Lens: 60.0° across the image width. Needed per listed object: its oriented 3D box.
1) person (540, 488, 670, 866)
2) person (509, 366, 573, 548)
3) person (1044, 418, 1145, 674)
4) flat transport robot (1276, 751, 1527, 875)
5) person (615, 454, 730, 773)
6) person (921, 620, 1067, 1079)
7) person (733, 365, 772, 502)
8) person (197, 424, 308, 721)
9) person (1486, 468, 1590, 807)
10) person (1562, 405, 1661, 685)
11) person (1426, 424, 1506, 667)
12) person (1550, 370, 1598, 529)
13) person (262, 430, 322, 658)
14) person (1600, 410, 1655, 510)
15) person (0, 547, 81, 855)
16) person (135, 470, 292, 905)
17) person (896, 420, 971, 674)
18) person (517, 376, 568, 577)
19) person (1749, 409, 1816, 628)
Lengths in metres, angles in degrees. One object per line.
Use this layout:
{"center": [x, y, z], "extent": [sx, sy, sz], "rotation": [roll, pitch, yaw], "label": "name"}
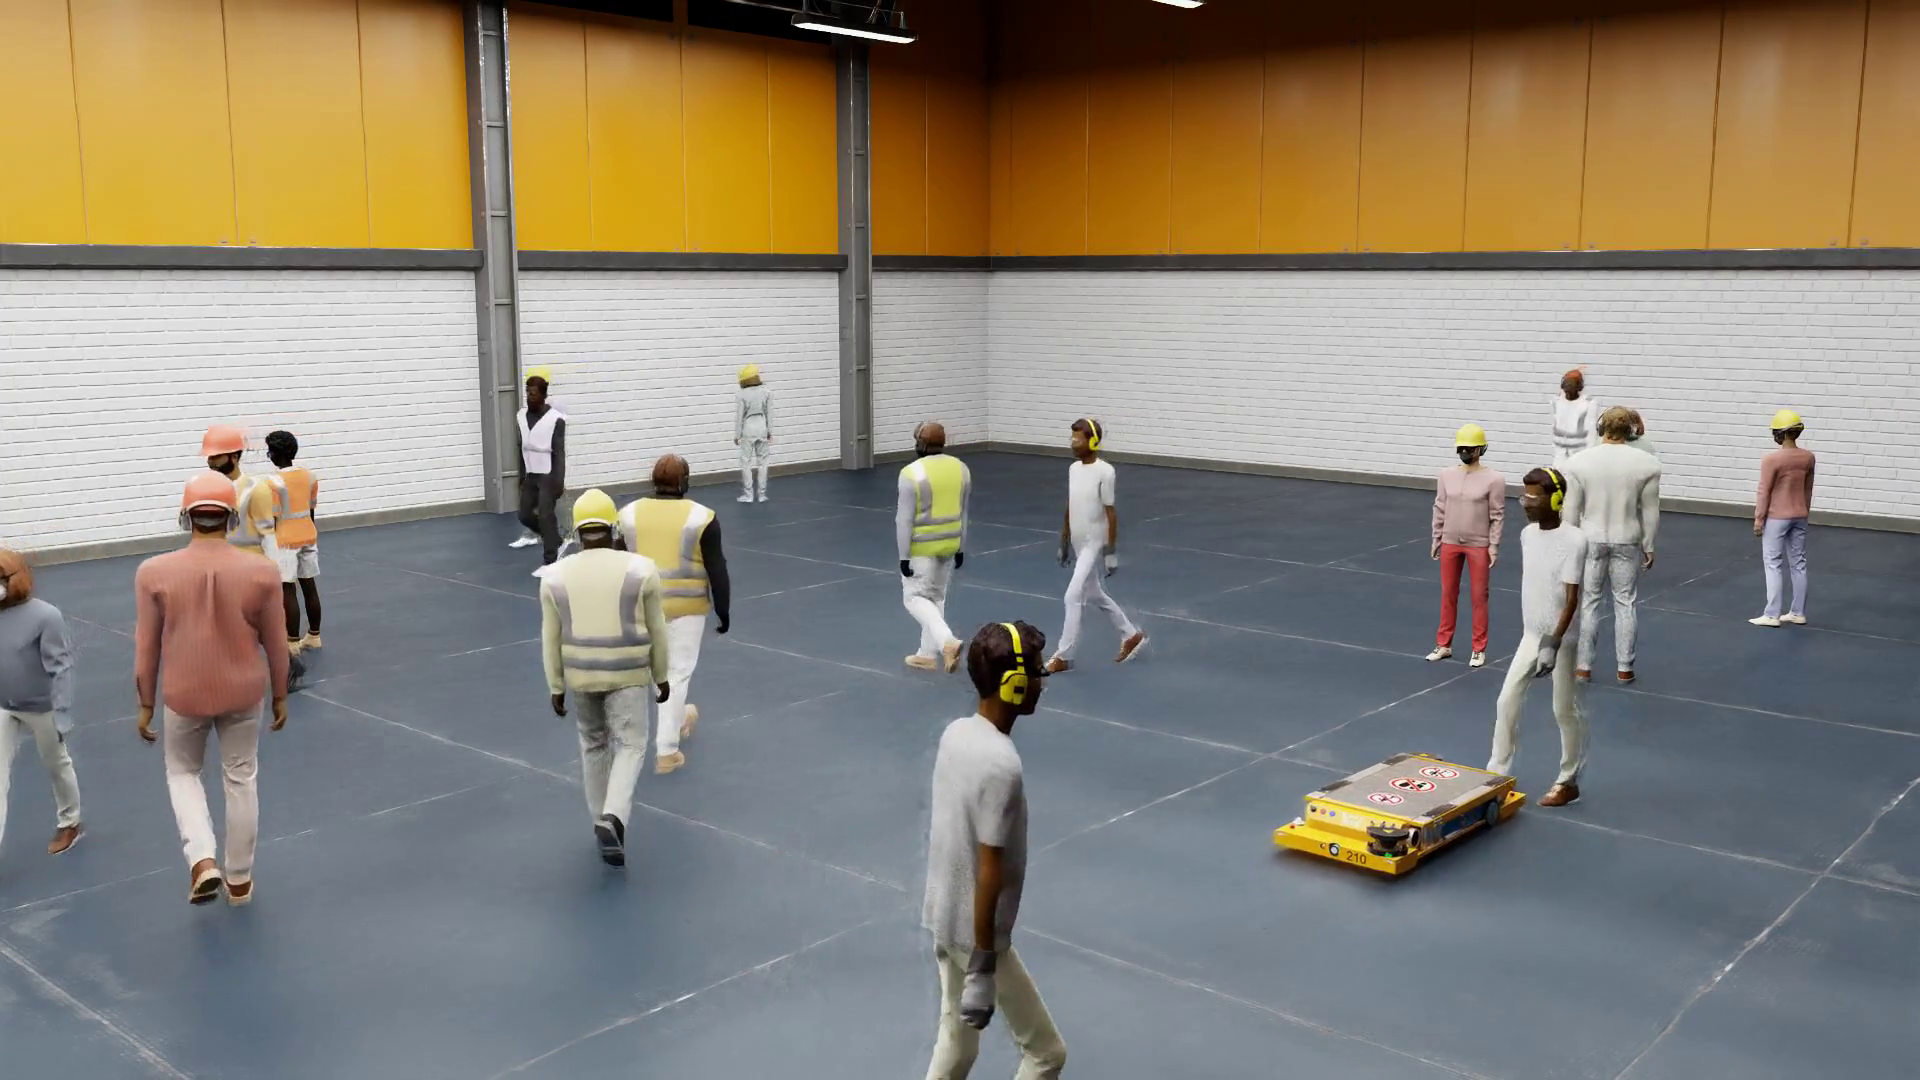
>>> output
{"center": [-1.729, 0.658, 8.073], "extent": [0.598, 1.806, 0.769], "rotation": [0, 9, 2], "label": "person"}
{"center": [-4.351, -0.840, 17.161], "extent": [0.594, 1.896, 0.791], "rotation": [9, 12, 43], "label": "person"}
{"center": [0.953, 0.028, 11.962], "extent": [0.942, 1.833, 0.530], "rotation": [-5, 10, -27], "label": "person"}
{"center": [2.272, 1.358, 8.470], "extent": [0.652, 0.197, 1.431], "rotation": [8, 12, 42], "label": "flat transport robot"}
{"center": [-1.658, 0.393, 9.763], "extent": [0.651, 1.789, 0.958], "rotation": [2, 9, 11], "label": "person"}
{"center": [0.105, 1.149, 4.848], "extent": [0.640, 1.840, 0.562], "rotation": [-3, 10, -20], "label": "person"}
{"center": [-2.566, -1.313, 20.755], "extent": [0.528, 1.714, 0.356], "rotation": [-6, 11, -32], "label": "person"}
{"center": [-4.666, 0.175, 10.878], "extent": [0.565, 1.901, 0.973], "rotation": [4, 10, 23], "label": "person"}
{"center": [3.005, 0.542, 8.725], "extent": [0.841, 1.833, 0.492], "rotation": [-5, 10, -26], "label": "person"}
{"center": [4.499, 0.038, 11.541], "extent": [0.634, 1.938, 0.355], "rotation": [2, 9, 15], "label": "person"}
{"center": [3.677, 0.036, 12.094], "extent": [0.523, 1.769, 0.309], "rotation": [7, 11, 37], "label": "person"}
{"center": [6.664, -0.948, 18.131], "extent": [1.044, 1.805, 0.586], "rotation": [-9, 13, -44], "label": "person"}
{"center": [-4.977, 0.028, 12.362], "extent": [0.318, 1.697, 0.533], "rotation": [3, 9, 18], "label": "person"}
{"center": [6.113, -0.380, 15.197], "extent": [0.523, 1.592, 0.801], "rotation": [0, 9, 1], "label": "person"}
{"center": [-4.432, 0.807, 7.833], "extent": [0.518, 1.567, 0.939], "rotation": [0, 9, -3], "label": "person"}
{"center": [-3.297, 0.679, 7.381], "extent": [0.638, 1.978, 0.477], "rotation": [-5, 10, -26], "label": "person"}
{"center": [-0.169, 0.068, 11.727], "extent": [0.631, 1.823, 0.694], "rotation": [-8, 12, -40], "label": "person"}
{"center": [-3.928, -0.607, 15.707], "extent": [0.618, 1.900, 0.475], "rotation": [6, 11, 34], "label": "person"}
{"center": [6.652, -0.175, 13.455], "extent": [0.522, 1.756, 0.360], "rotation": [-3, 10, -18], "label": "person"}
